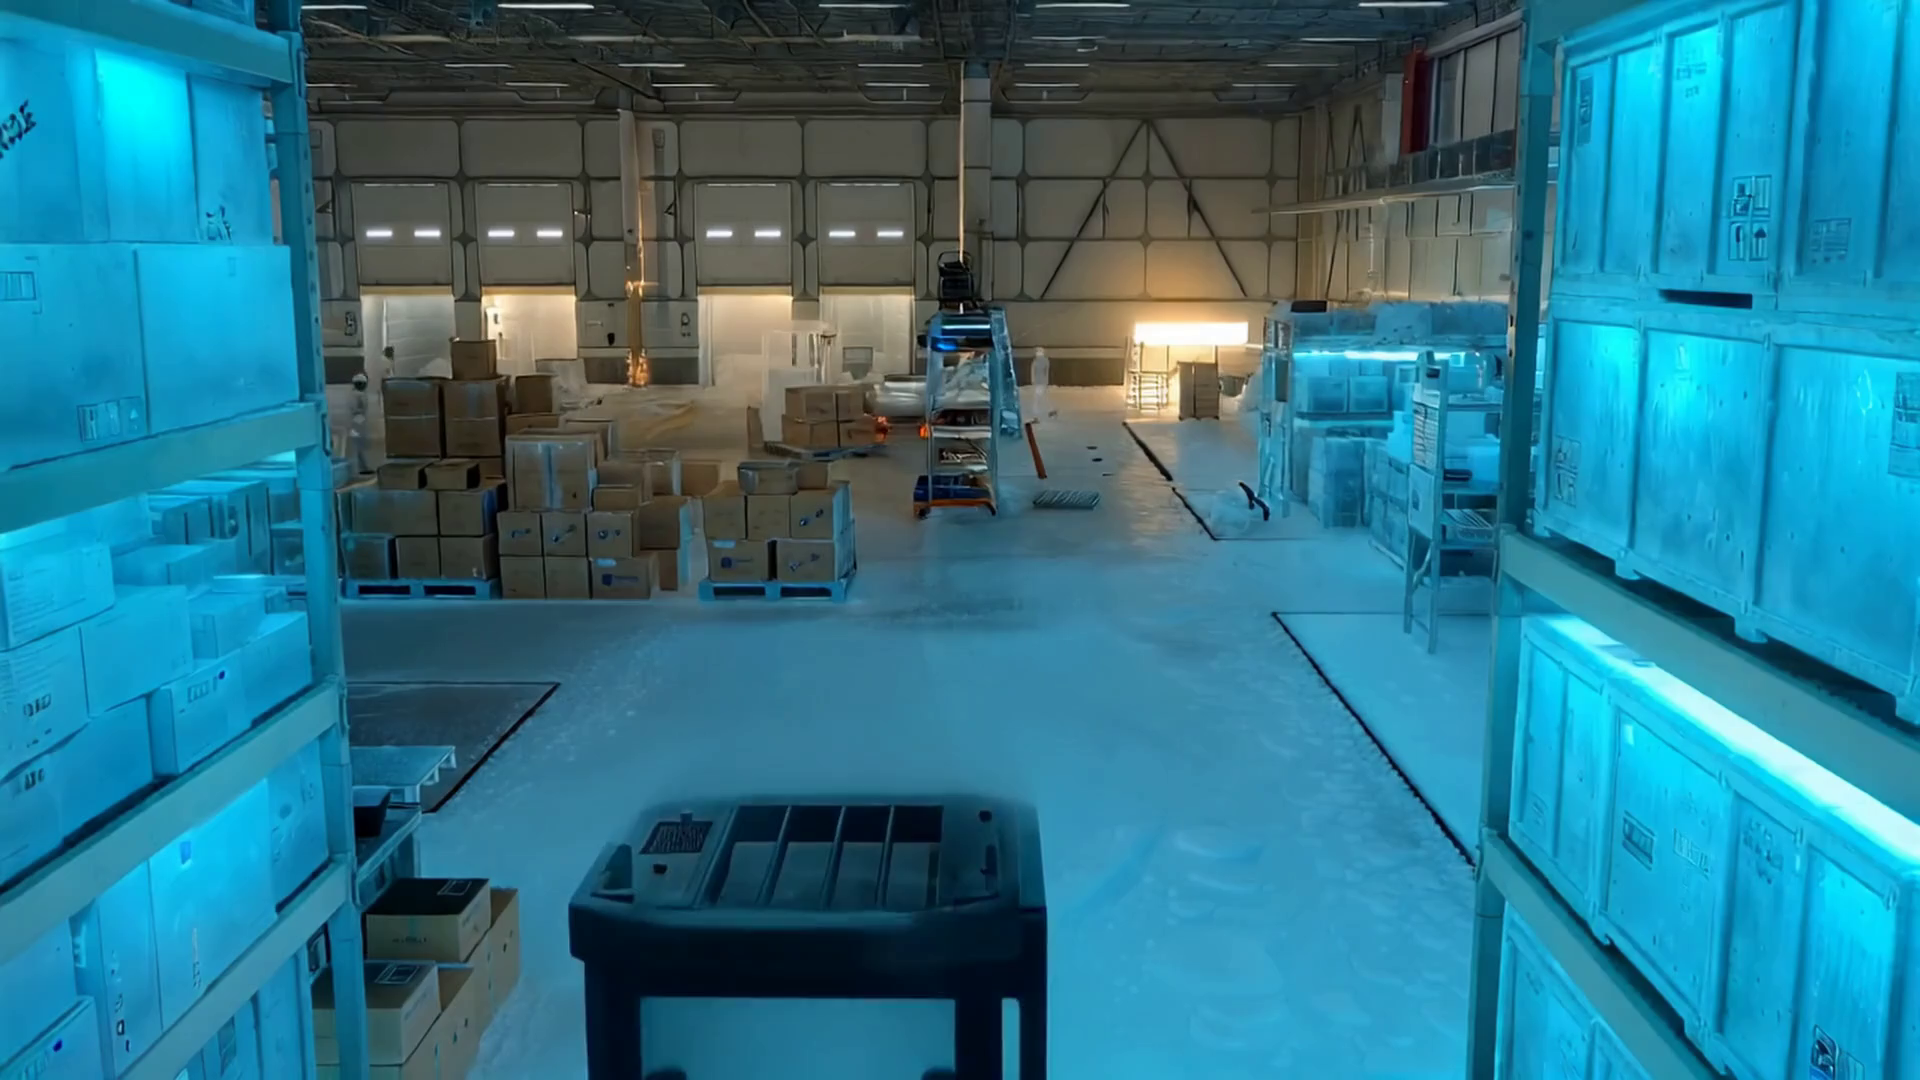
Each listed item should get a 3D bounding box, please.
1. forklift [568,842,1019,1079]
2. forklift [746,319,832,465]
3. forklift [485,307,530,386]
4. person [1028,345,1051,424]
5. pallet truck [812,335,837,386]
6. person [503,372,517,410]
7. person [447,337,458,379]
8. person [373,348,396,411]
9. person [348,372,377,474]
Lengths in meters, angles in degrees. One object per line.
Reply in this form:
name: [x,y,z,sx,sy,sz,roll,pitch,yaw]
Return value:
forklift: [-0.340,2.066,3.780,1.129,2.768,1.873,0,10,1]
forklift: [-3.403,-2.904,32.456,1.129,2.768,1.873,-5,11,-27]
forklift: [-10.754,-4.150,39.646,1.129,2.768,1.873,0,10,1]
person: [1.880,-3.723,39.913,0.460,1.928,0.655,7,12,35]
pallet truck: [-3.021,-4.312,43.126,1.885,1.965,0.823,3,10,17]
person: [-8.530,-2.212,31.299,0.986,1.889,0.653,2,10,11]
person: [-13.139,-4.308,43.303,0.368,1.929,0.542,-9,13,-42]
person: [-14.955,-4.202,43.458,0.836,1.663,0.531,1,10,8]
person: [-11.302,-2.182,31.076,0.647,1.918,0.557,1,10,3]
